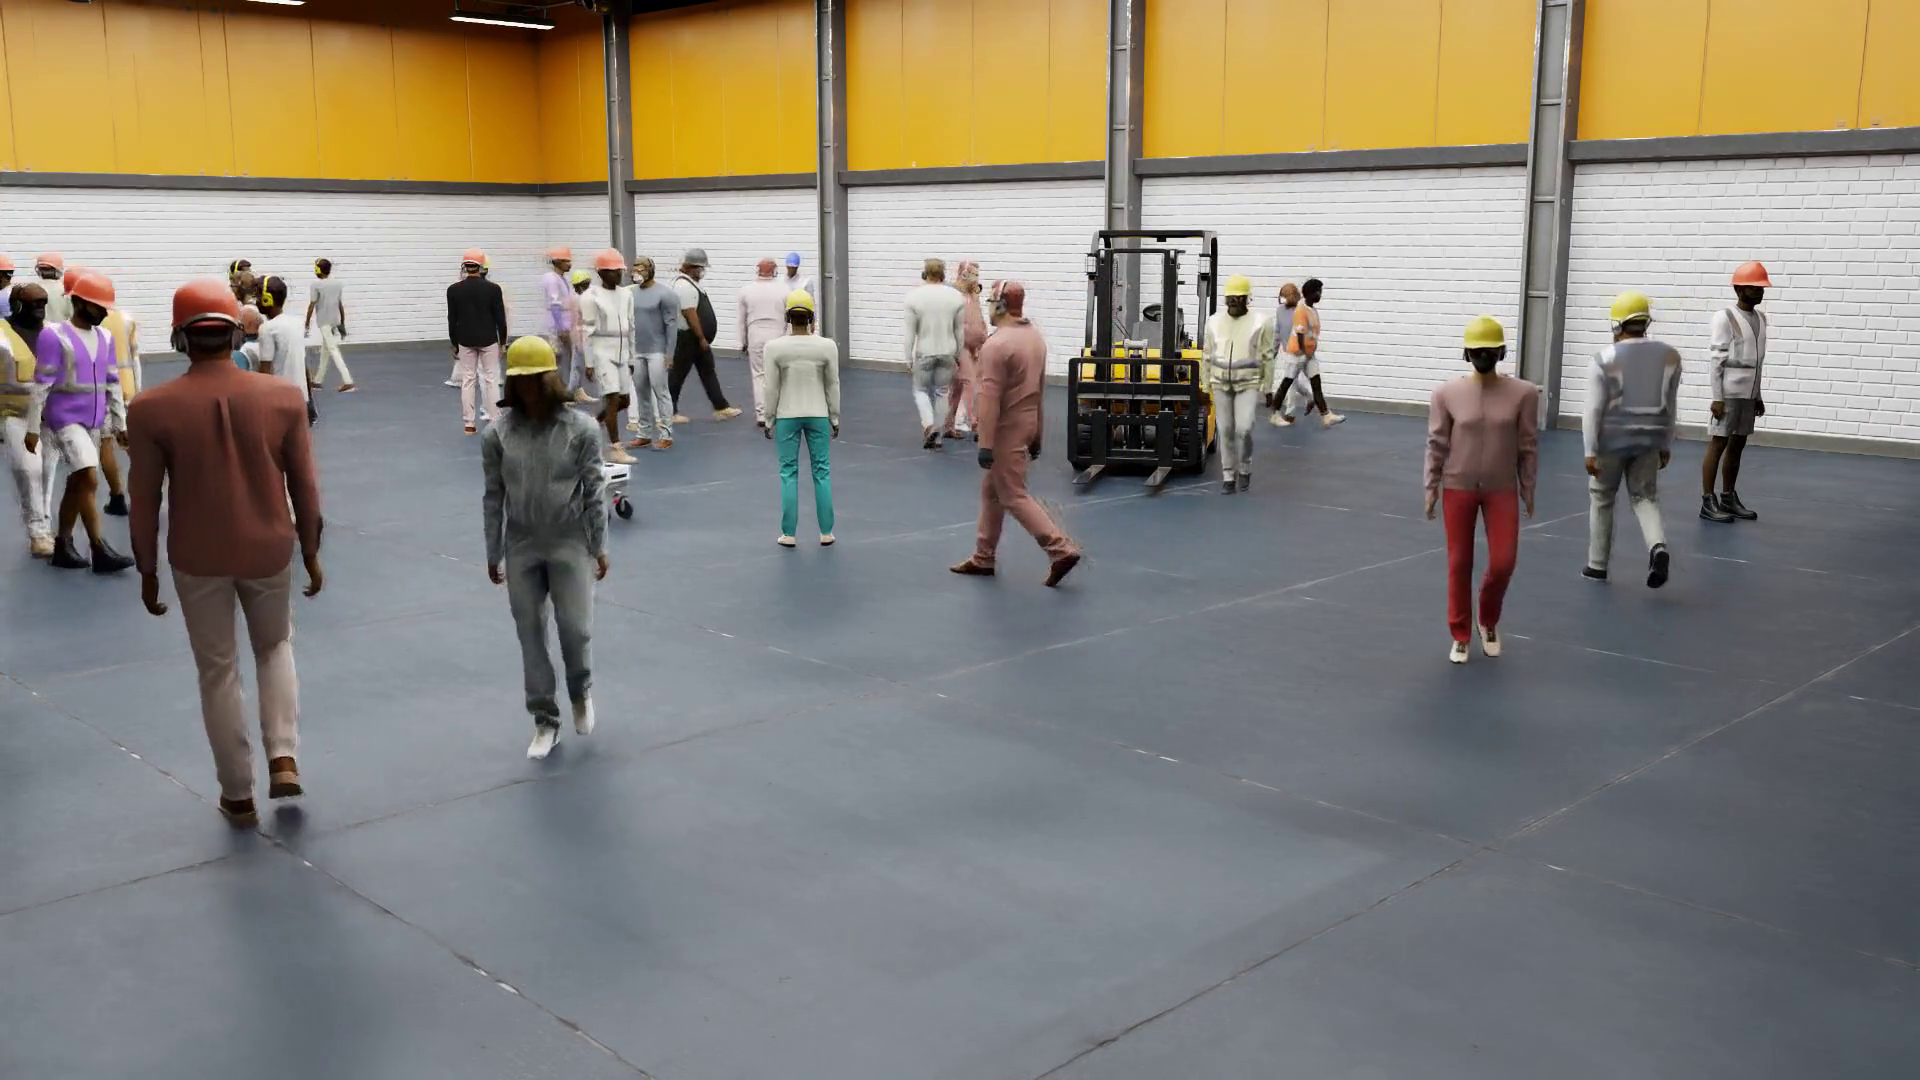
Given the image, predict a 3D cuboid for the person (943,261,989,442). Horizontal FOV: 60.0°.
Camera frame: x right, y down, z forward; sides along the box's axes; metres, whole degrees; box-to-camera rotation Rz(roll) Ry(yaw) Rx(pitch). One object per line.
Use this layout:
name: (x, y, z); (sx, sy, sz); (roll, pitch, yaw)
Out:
person: (0.137, -1.949, 17.273); (0.893, 1.862, 0.635); (4, 11, 23)

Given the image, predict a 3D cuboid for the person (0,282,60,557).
person: (-6.161, -0.804, 11.142); (0.749, 1.813, 0.637); (7, 13, 34)

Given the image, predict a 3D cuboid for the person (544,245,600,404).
person: (-5.056, -2.695, 20.907); (0.900, 2.018, 0.632); (1, 10, 8)

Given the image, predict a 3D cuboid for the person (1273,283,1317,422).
person: (3.889, -2.145, 19.024); (0.623, 1.600, 0.506); (-5, 11, -24)

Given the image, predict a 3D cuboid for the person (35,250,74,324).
person: (-9.143, -1.914, 16.747); (0.637, 1.978, 0.622); (-1, 10, -6)

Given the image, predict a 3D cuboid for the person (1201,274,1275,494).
person: (2.269, -1.275, 13.689); (0.601, 1.815, 0.439); (5, 12, 26)

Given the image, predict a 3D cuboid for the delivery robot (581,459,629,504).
delivery robot: (-2.841, -0.473, 12.521); (0.707, 0.478, 0.477); (5, 12, 27)

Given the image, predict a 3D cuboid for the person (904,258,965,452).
person: (-0.249, -1.805, 16.351); (0.629, 1.913, 0.477); (-2, 11, -13)

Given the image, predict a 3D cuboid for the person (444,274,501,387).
person: (-6.827, -2.916, 23.250); (0.888, 1.588, 0.532); (4, 11, 19)

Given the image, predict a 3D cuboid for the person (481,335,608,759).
person: (-1.692, 0.035, 6.781); (0.506, 1.732, 0.375); (0, 10, -2)

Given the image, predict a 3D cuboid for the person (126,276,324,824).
person: (-2.648, 0.050, 6.018); (0.642, 1.982, 0.435); (-7, 12, -33)

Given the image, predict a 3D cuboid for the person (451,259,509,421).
person: (-5.598, -2.342, 19.314); (0.610, 1.892, 0.874); (-9, 13, -39)

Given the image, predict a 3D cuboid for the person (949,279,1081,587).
person: (0.343, -0.655, 10.176); (0.892, 1.879, 0.651); (5, 12, 26)

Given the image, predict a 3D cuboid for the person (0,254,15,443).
person: (-9.797, -1.964, 17.132); (0.356, 1.936, 0.551); (-4, 11, -19)

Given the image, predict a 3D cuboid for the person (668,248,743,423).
person: (-2.965, -2.326, 18.826); (1.014, 2.000, 0.675); (1, 10, 6)

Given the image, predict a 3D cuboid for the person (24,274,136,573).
person: (-5.526, -0.731, 10.563); (0.845, 1.879, 0.628); (3, 11, 15)

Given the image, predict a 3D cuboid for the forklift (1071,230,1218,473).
forklift: (1.804, -1.825, 15.677); (1.214, 2.155, 2.313); (2, 11, 13)

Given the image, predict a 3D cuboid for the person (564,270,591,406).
person: (-4.594, -2.463, 20.507); (0.995, 1.698, 0.540); (9, 14, 42)

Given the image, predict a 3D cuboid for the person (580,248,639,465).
person: (-3.339, -1.726, 15.627); (0.778, 2.022, 0.614); (8, 13, 36)

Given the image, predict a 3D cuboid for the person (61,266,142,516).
person: (-6.383, -1.098, 12.497); (0.582, 1.906, 0.573); (7, 13, 35)

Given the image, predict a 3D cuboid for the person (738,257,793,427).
person: (-2.160, -2.243, 18.818); (0.657, 1.870, 0.877); (0, 10, -2)

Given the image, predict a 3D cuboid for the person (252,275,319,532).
person: (-4.992, -0.968, 11.980); (0.804, 1.837, 0.567); (1, 10, 4)

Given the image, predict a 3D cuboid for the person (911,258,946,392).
person: (-0.294, -2.914, 22.605); (0.690, 1.830, 0.577); (-1, 10, -5)

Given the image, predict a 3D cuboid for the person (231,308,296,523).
person: (-5.165, -0.863, 12.049); (0.630, 1.605, 0.551); (1, 10, 6)

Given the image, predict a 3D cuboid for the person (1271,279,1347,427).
person: (3.866, -2.054, 18.393); (0.880, 1.639, 0.558); (7, 13, 35)

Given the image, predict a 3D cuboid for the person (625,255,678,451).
person: (-3.087, -1.853, 16.528); (0.635, 1.936, 0.355); (6, 12, 29)

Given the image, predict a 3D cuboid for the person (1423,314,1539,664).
person: (2.570, -0.240, 8.237); (0.542, 1.750, 0.374); (3, 11, 14)

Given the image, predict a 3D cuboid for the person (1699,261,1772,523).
person: (5.821, -1.101, 12.426); (0.542, 1.939, 0.364); (-6, 12, -29)

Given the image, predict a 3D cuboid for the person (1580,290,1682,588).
person: (4.035, -0.588, 9.984); (0.599, 1.810, 0.693); (0, 10, -2)

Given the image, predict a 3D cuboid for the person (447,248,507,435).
person: (-5.146, -2.113, 17.806); (0.628, 1.996, 0.389); (-1, 10, -4)

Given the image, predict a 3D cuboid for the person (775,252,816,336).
person: (-2.361, -3.146, 23.686); (0.649, 1.909, 0.837); (0, 10, 2)

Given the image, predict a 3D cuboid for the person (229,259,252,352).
person: (-8.291, -2.295, 19.161); (0.459, 1.854, 0.559); (0, 10, 2)

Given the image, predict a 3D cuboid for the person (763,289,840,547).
person: (-1.091, -0.832, 11.432); (0.533, 1.766, 0.328); (-2, 11, -13)

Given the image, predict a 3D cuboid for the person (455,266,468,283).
person: (-8.604, -3.984, 29.080); (0.521, 1.595, 0.814); (-1, 10, -7)

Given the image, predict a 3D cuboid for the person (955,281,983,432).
person: (0.098, -2.005, 18.179); (0.311, 1.636, 0.521); (3, 11, 18)

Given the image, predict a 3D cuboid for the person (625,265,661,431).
person: (-3.475, -2.114, 18.216); (0.634, 1.842, 0.429); (-3, 11, -18)

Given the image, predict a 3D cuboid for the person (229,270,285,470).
person: (-6.448, -1.510, 14.992); (0.886, 1.804, 0.536); (-2, 11, -11)

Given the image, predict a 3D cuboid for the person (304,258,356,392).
person: (-8.668, -2.929, 22.725); (0.983, 1.822, 0.539); (5, 11, 23)
